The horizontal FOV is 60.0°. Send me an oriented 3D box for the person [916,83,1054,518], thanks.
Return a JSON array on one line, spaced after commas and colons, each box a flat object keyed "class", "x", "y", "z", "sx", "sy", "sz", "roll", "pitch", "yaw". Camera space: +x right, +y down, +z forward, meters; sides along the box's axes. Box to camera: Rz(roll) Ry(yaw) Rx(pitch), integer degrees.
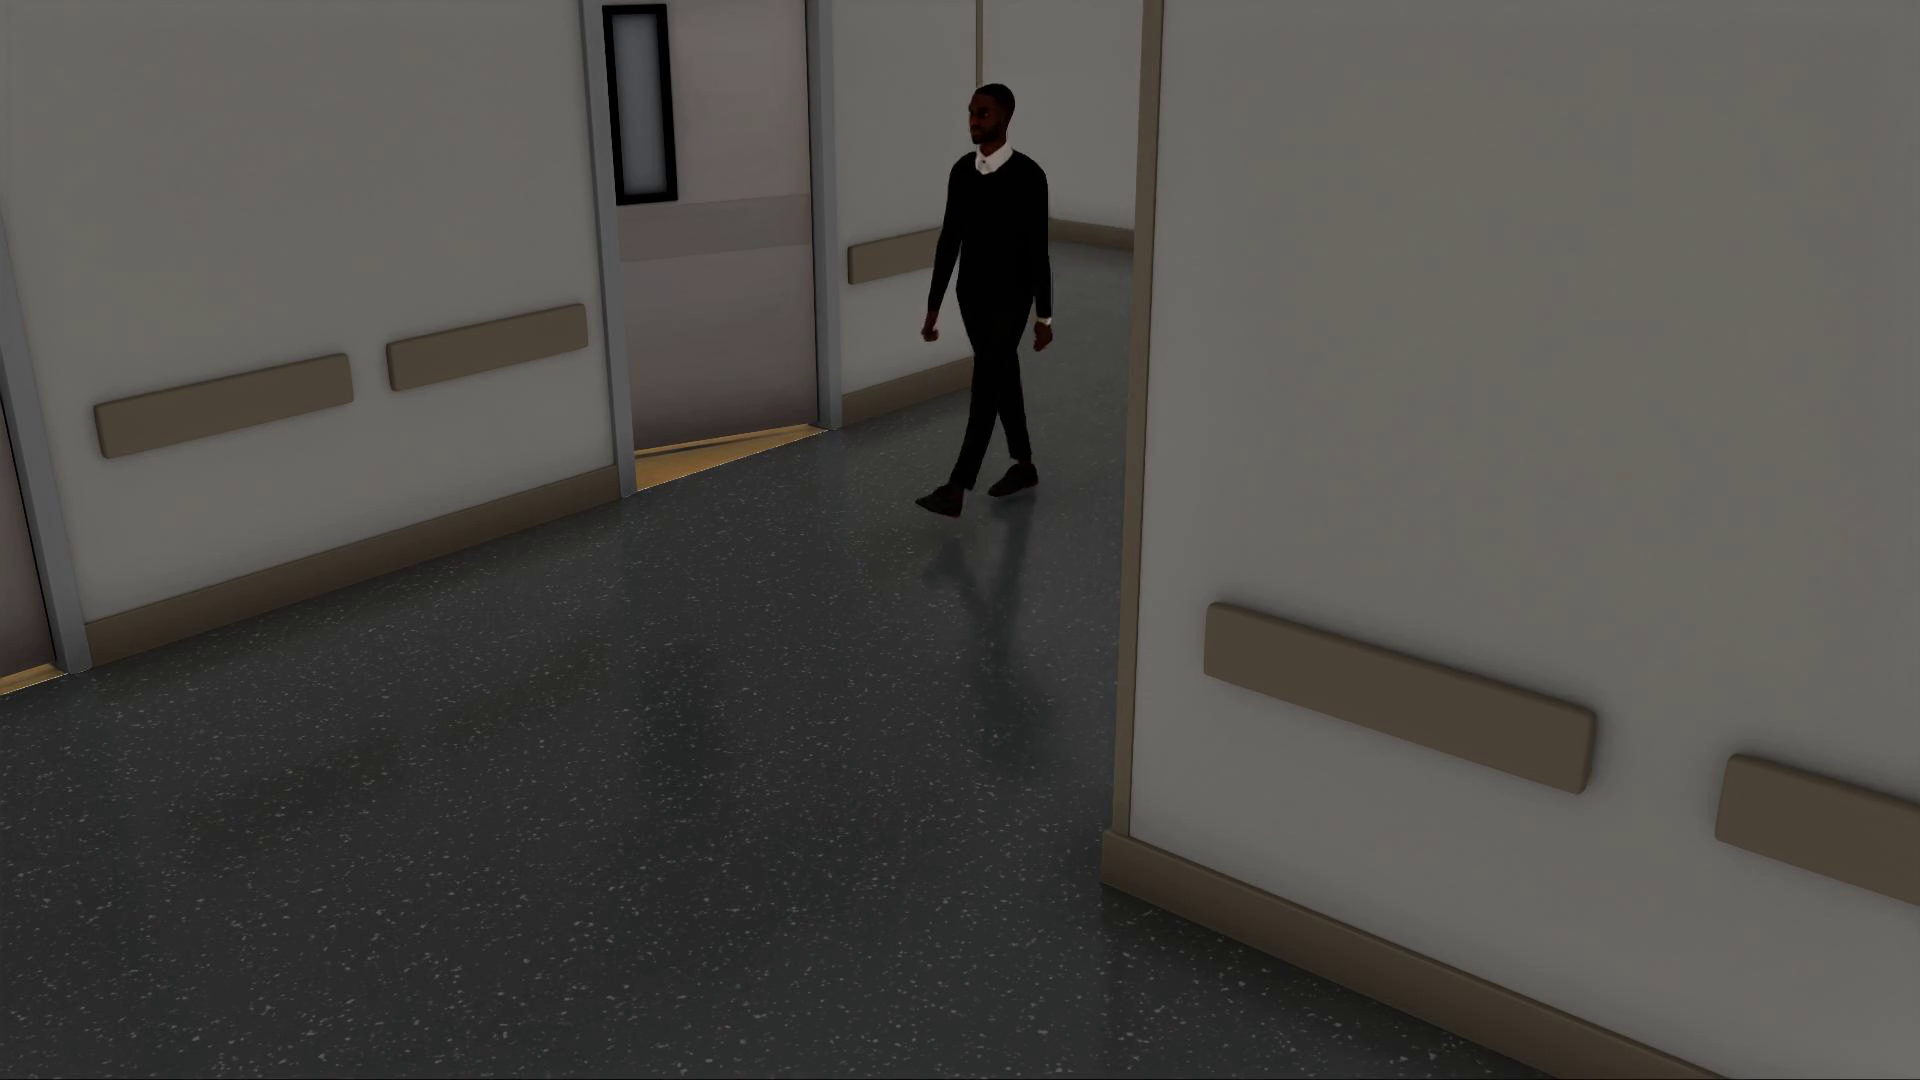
[{"class": "person", "x": 0.213, "y": -1.004, "z": 7.059, "sx": 0.649, "sy": 1.771, "sz": 1.098, "roll": 17, "pitch": 27, "yaw": 38}]
